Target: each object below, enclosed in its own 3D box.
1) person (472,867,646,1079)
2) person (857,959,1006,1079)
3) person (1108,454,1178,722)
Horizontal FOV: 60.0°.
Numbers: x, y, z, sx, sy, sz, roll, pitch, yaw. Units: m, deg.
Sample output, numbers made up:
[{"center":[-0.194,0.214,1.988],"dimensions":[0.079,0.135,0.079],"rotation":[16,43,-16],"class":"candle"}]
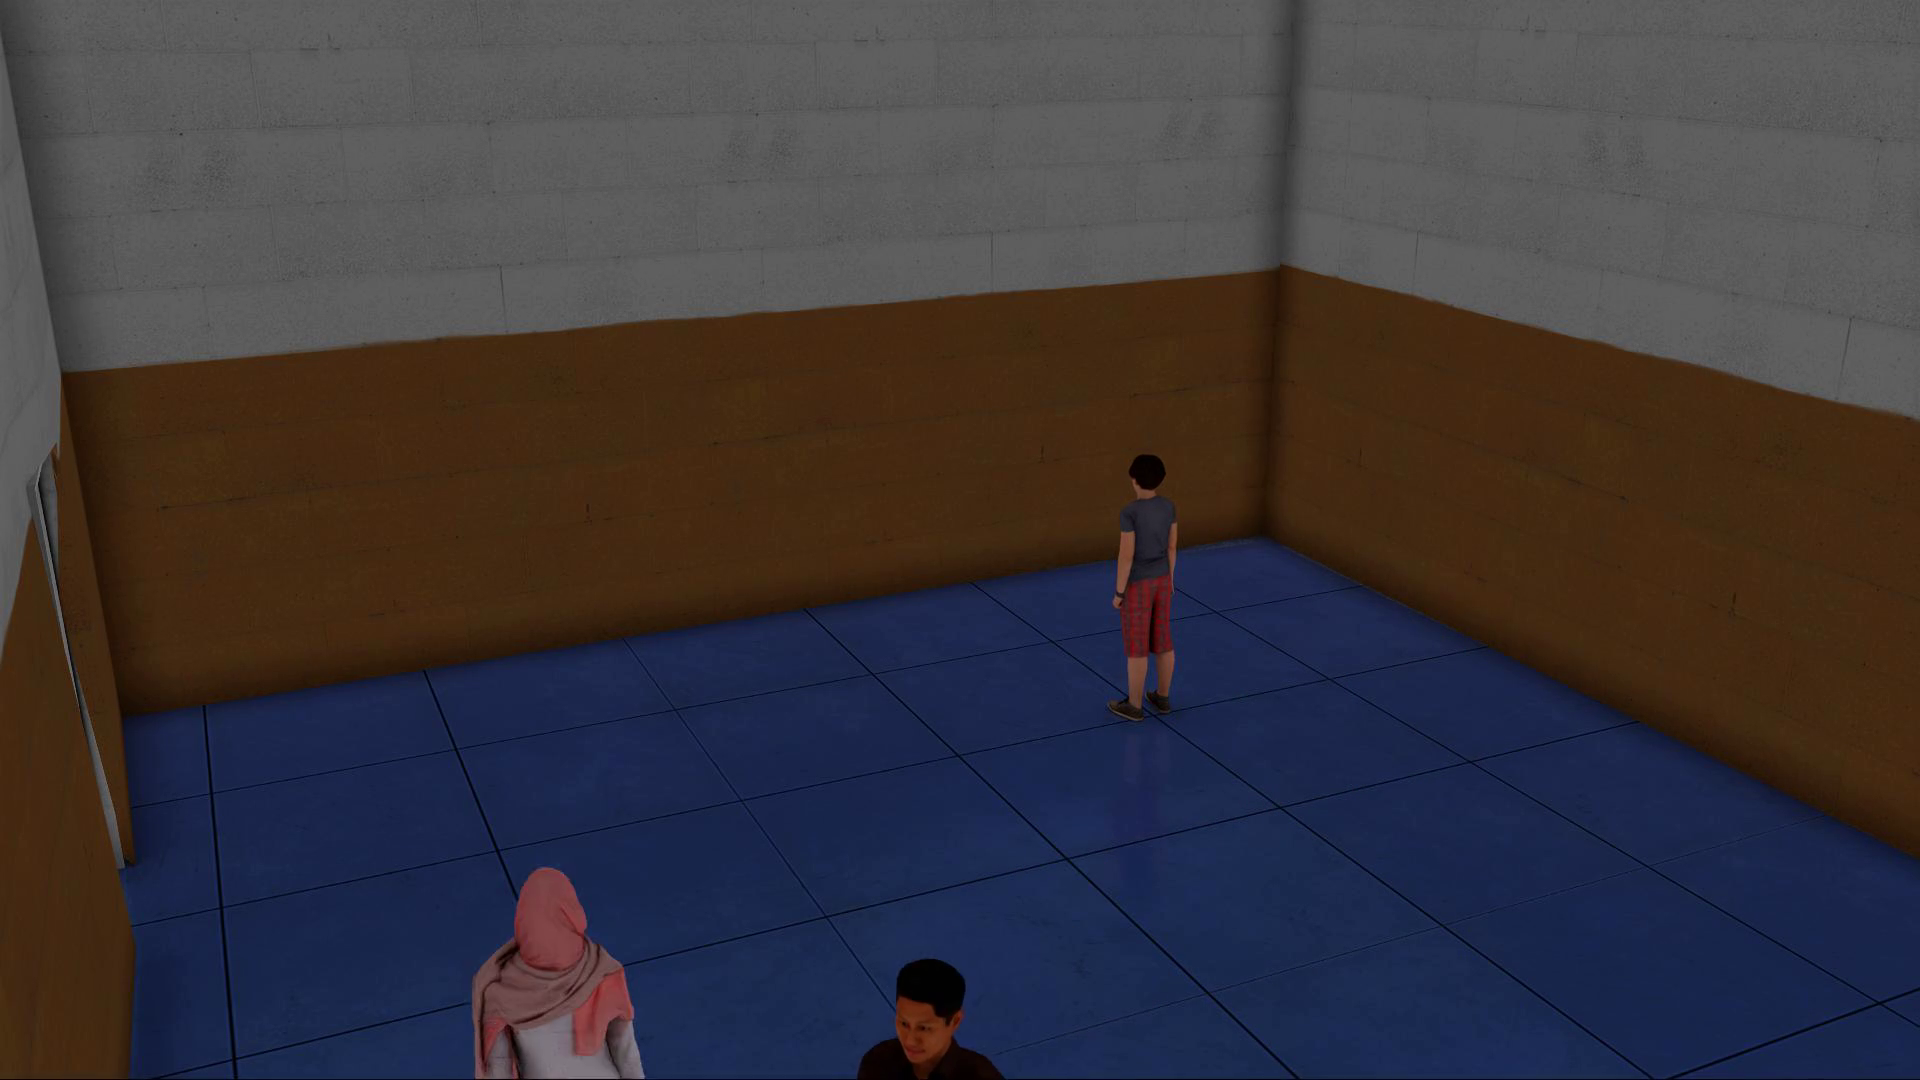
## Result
[{"center":[-1.216,1.899,5.155],"dimensions":[1.221,1.748,0.974],"rotation":[-2,19,-6],"class":"person"},{"center":[-0.044,1.991,4.924],"dimensions":[1.103,1.721,1.168],"rotation":[7,20,21],"class":"person"},{"center":[1.130,0.287,10.068],"dimensions":[0.467,1.650,0.642],"rotation":[-9,21,-26],"class":"person"}]
